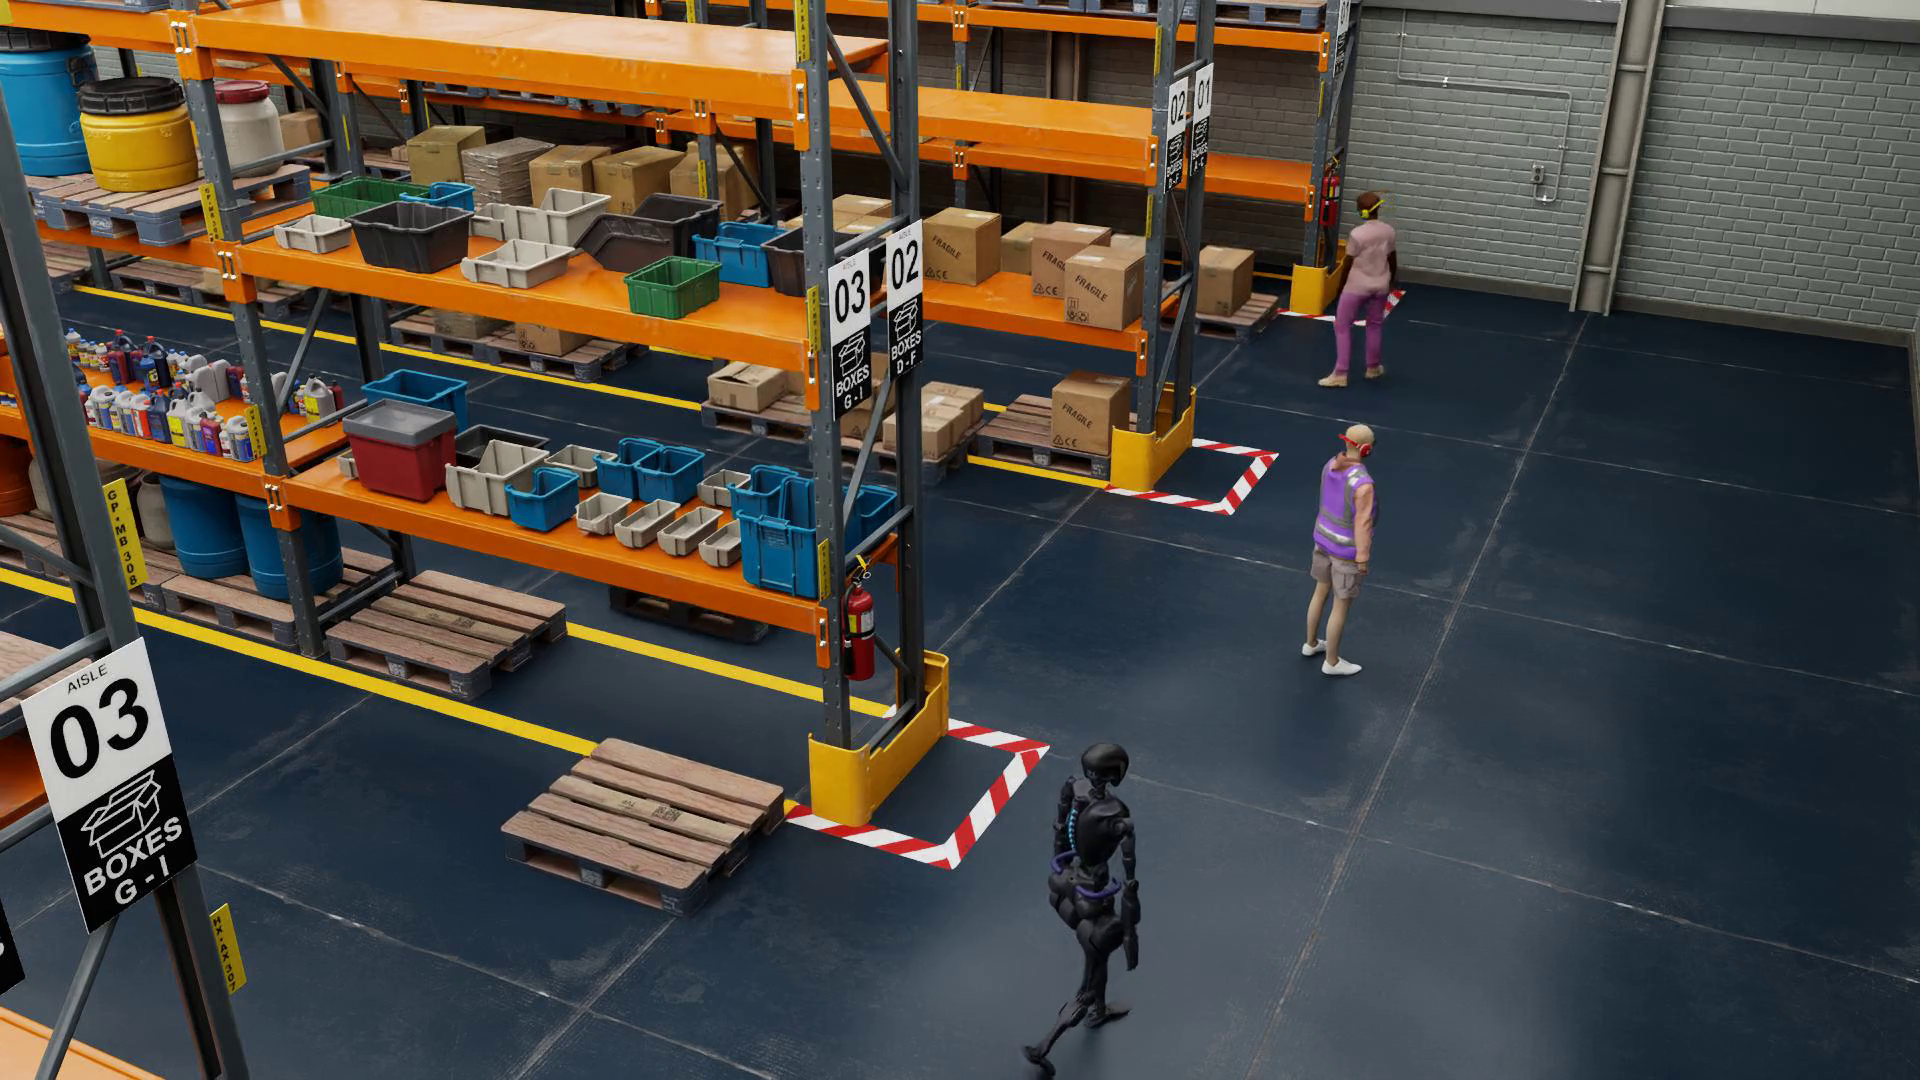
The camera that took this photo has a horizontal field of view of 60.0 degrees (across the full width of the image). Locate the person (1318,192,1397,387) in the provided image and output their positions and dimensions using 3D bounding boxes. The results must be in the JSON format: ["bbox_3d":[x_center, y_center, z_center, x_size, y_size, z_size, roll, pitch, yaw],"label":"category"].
[{"bbox_3d":[3.697,-2.289,15.243,0.868,1.778,0.368,-10,28,-20],"label":"person"}]

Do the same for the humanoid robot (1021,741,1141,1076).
[{"bbox_3d":[0.534,1.623,7.459,0.702,1.638,0.616,-16,31,-29],"label":"humanoid robot"}]

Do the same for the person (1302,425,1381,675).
[{"bbox_3d":[2.430,0.057,10.589,0.348,1.688,0.489,-10,28,-19],"label":"person"}]
